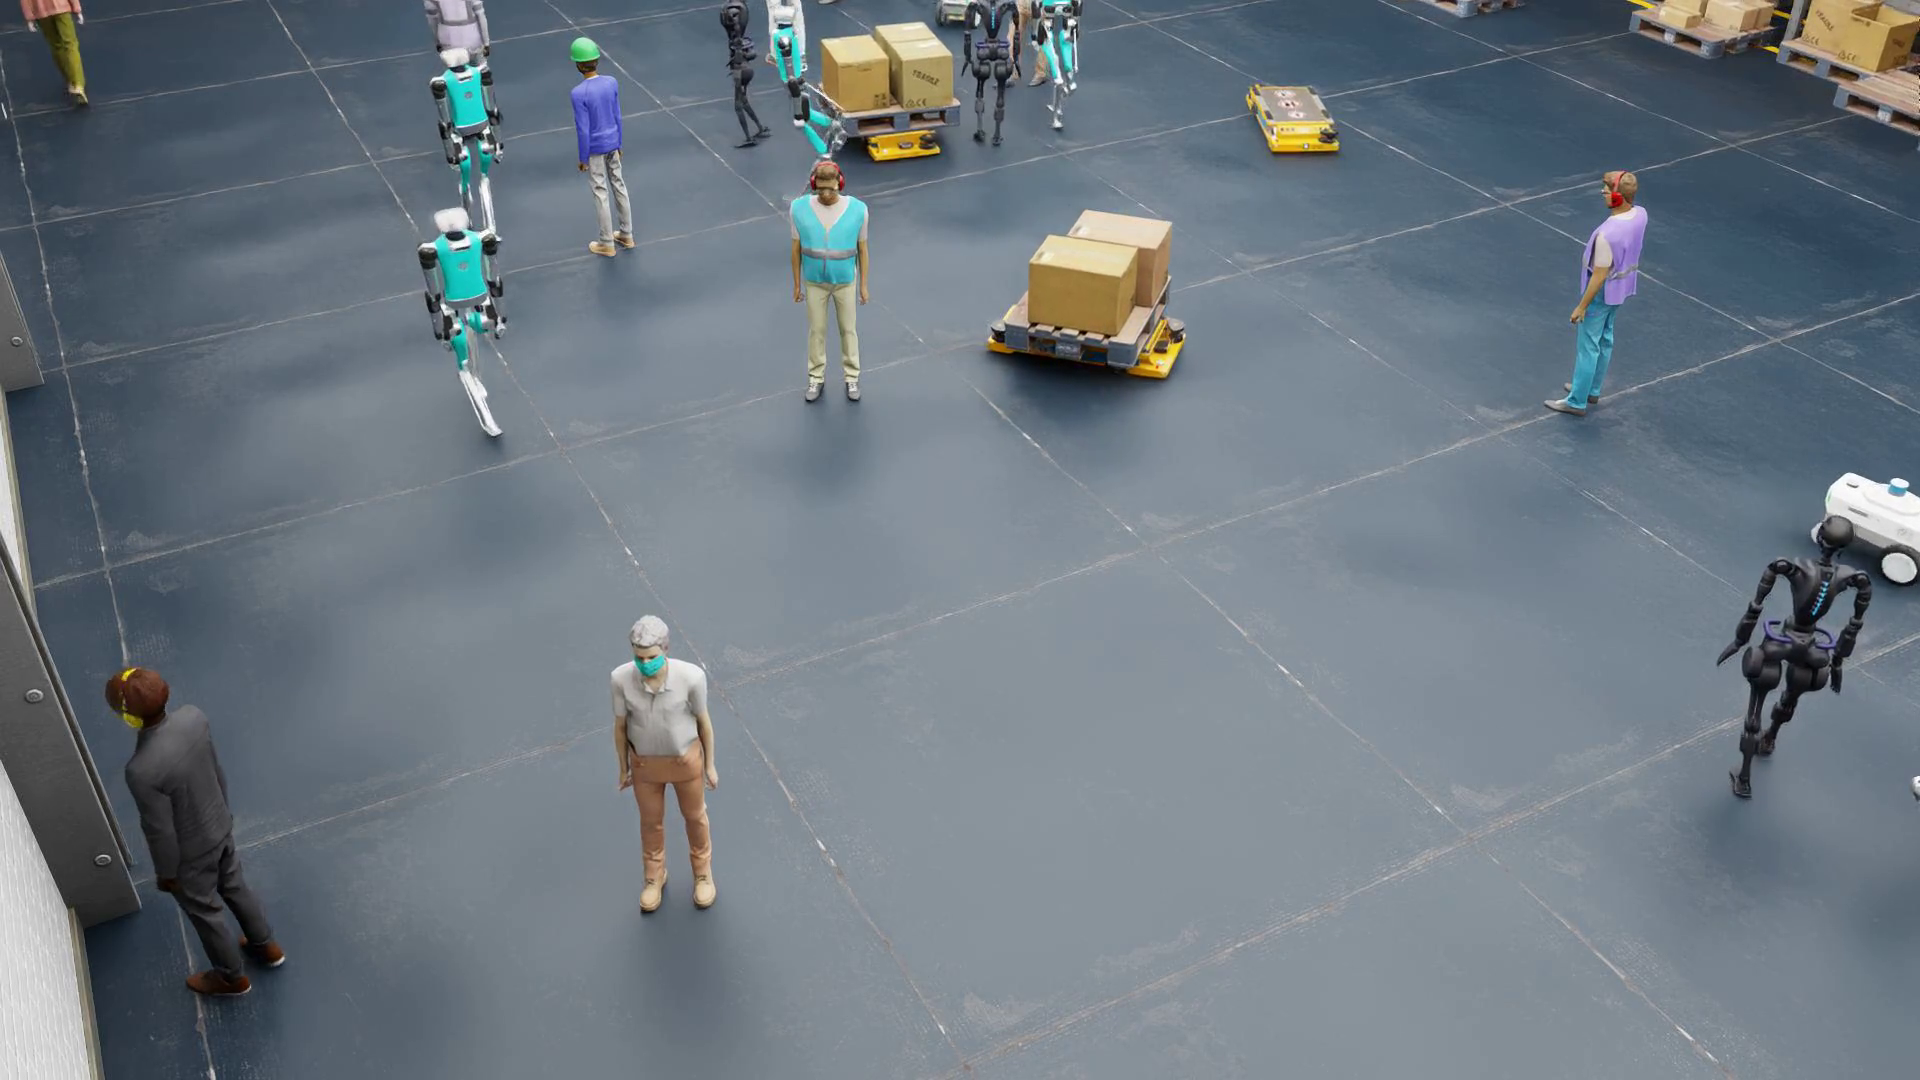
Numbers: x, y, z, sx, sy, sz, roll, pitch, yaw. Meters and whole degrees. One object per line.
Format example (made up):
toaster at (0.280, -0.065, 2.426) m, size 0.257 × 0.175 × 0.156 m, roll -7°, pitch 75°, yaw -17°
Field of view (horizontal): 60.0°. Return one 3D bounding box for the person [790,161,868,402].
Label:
person at (-0.929, -1.872, 12.018) m, size 0.565 × 1.841 × 0.390 m, roll 0°, pitch 35°, yaw -1°

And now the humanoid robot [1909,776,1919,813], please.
humanoid robot at (4.967, 0.952, 7.961) m, size 0.735 × 1.677 × 0.533 m, roll 7°, pitch 36°, yaw 10°

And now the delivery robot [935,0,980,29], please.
delivery robot at (0.029, -6.343, 19.527) m, size 0.499 × 0.599 × 0.784 m, roll 9°, pitch 36°, yaw 13°

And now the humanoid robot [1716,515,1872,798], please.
humanoid robot at (4.326, 0.551, 8.716) m, size 0.612 × 1.637 × 0.629 m, roll 8°, pitch 36°, yaw 11°

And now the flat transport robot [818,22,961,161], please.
flat transport robot at (-0.715, -4.161, 16.657) m, size 0.659 × 0.231 × 1.431 m, roll -10°, pitch 36°, yaw -14°

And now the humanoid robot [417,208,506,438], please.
humanoid robot at (-3.535, -1.620, 11.787) m, size 0.531 × 1.739 × 1.022 m, roll -18°, pitch 39°, yaw -24°

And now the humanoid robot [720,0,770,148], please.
humanoid robot at (-2.095, -4.667, 16.178) m, size 0.439 × 1.659 × 0.587 m, roll -8°, pitch 36°, yaw -12°

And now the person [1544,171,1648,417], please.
person at (4.571, -1.736, 11.827) m, size 0.389 × 1.838 × 0.562 m, roll 29°, pitch 44°, yaw 35°

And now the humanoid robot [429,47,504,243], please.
humanoid robot at (-4.278, -3.370, 14.342) m, size 0.554 × 1.893 × 0.767 m, roll -23°, pitch 41°, yaw -30°

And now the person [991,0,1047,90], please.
person at (0.663, -5.513, 17.382) m, size 0.488 × 1.644 × 0.760 m, roll 28°, pitch 44°, yaw 34°

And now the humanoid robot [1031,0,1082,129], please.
humanoid robot at (1.041, -4.963, 16.538) m, size 0.554 × 1.784 × 0.874 m, roll -11°, pitch 37°, yaw -15°

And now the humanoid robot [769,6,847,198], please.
humanoid robot at (-1.293, -3.928, 15.062) m, size 0.785 × 1.792 × 0.530 m, roll -5°, pitch 35°, yaw -7°

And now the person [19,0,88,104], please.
person at (-9.338, -5.419, 17.115) m, size 0.536 × 1.809 × 0.861 m, roll -13°, pitch 37°, yaw -18°

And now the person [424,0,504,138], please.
person at (-4.898, -4.958, 16.373) m, size 0.600 × 1.885 × 0.695 m, roll -7°, pitch 36°, yaw -9°

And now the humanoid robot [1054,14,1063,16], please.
humanoid robot at (1.111, -7.014, 19.538) m, size 0.556 × 1.648 × 0.613 m, roll 25°, pitch 42°, yaw 31°

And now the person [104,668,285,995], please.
person at (-3.439, 1.315, 7.445) m, size 0.376 × 1.874 × 0.514 m, roll 6°, pitch 36°, yaw 9°

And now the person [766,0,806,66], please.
person at (-1.933, -6.113, 18.047) m, size 0.577 × 1.876 × 0.355 m, roll -14°, pitch 38°, yaw -20°

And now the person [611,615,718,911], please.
person at (-1.393, 1.059, 7.915) m, size 0.475 × 1.747 × 0.324 m, roll -1°, pitch 35°, yaw -2°

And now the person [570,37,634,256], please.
person at (-3.043, -3.313, 14.052) m, size 0.343 × 1.872 × 0.461 m, roll 26°, pitch 43°, yaw 32°

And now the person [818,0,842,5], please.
person at (-1.609, -7.401, 19.827) m, size 0.430 × 1.938 × 0.565 m, roll -12°, pitch 37°, yaw -17°

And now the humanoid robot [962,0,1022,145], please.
humanoid robot at (0.312, -4.686, 16.176) m, size 0.590 × 1.648 × 0.327 m, roll -2°, pitch 35°, yaw -3°

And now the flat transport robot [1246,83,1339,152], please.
flat transport robot at (3.352, -4.277, 16.822) m, size 0.659 × 0.231 × 1.431 m, roll -1°, pitch 35°, yaw -2°

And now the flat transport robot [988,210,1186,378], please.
flat transport robot at (0.994, -1.592, 12.989) m, size 1.431 × 0.231 × 0.659 m, roll 11°, pitch 37°, yaw 16°

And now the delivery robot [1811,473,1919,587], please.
delivery robot at (5.913, -0.123, 10.629) m, size 0.499 × 0.580 × 0.756 m, roll -27°, pitch 43°, yaw -33°
